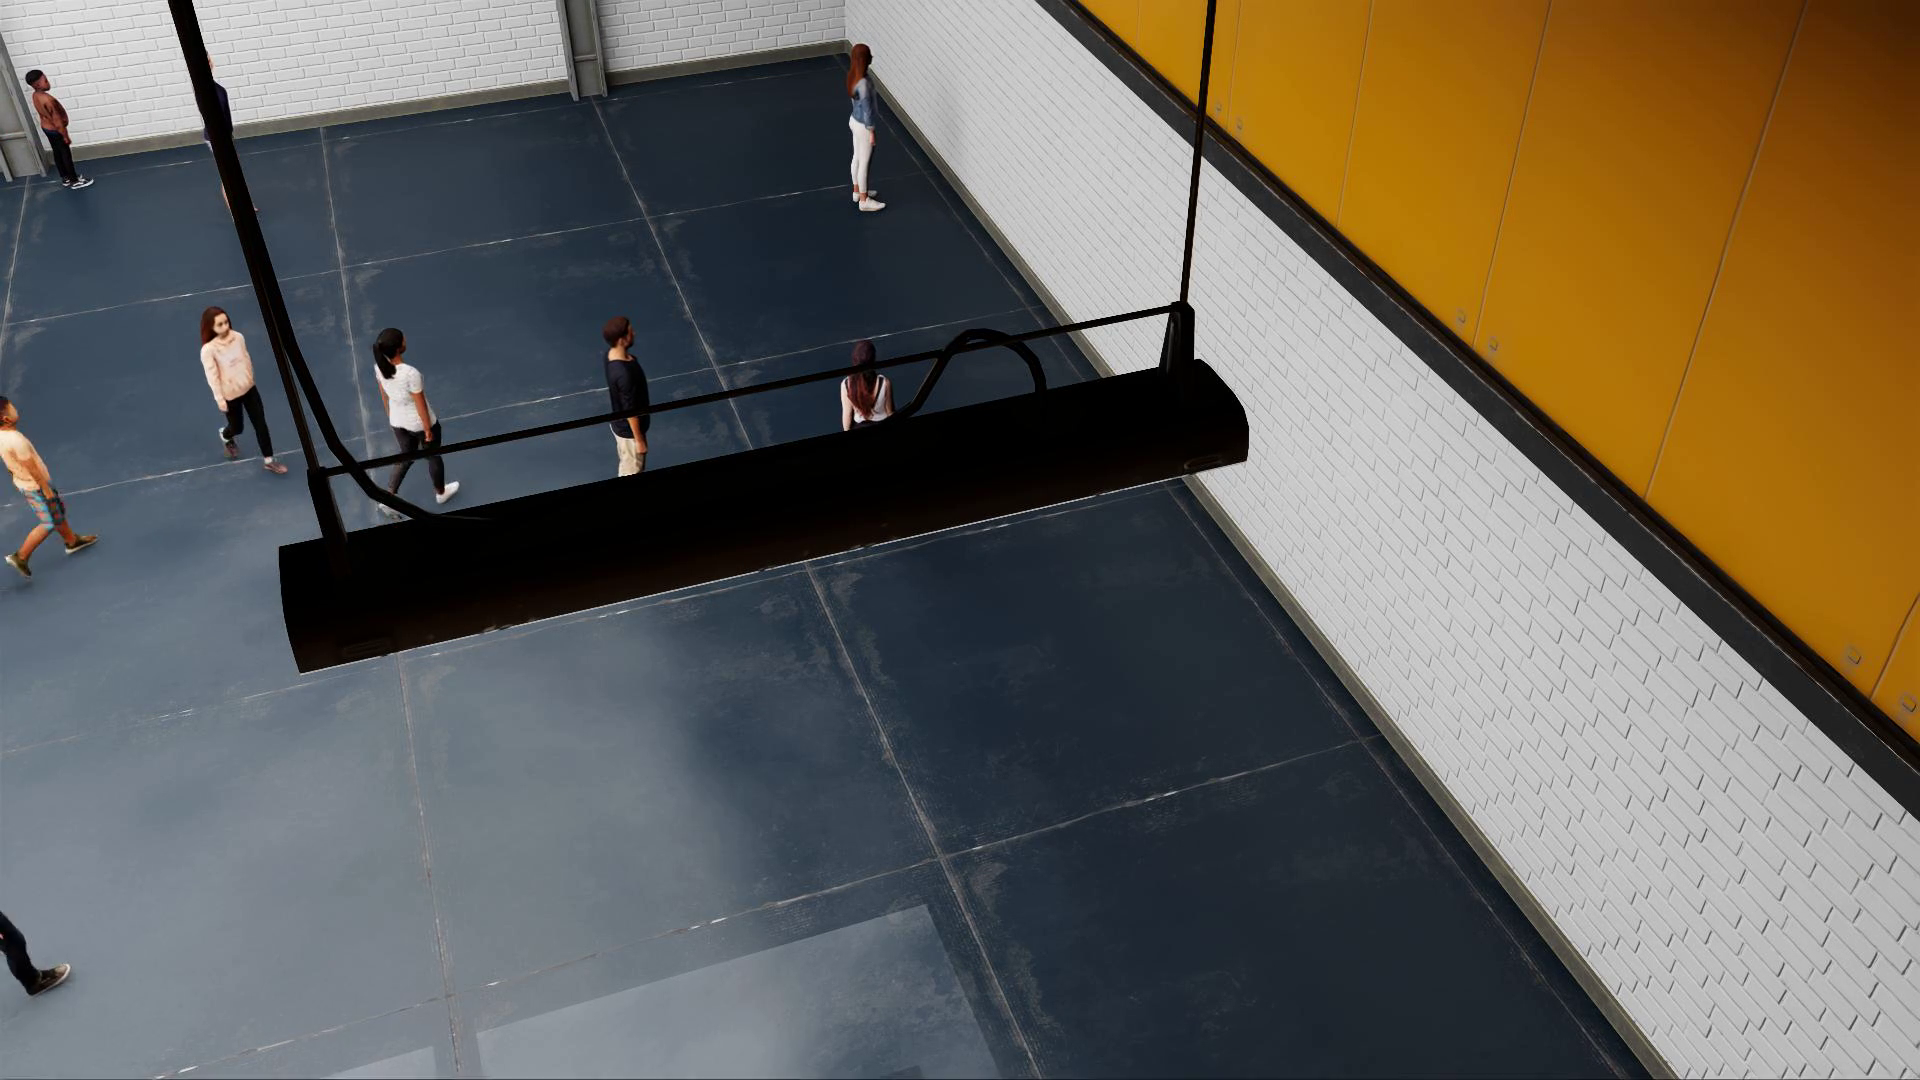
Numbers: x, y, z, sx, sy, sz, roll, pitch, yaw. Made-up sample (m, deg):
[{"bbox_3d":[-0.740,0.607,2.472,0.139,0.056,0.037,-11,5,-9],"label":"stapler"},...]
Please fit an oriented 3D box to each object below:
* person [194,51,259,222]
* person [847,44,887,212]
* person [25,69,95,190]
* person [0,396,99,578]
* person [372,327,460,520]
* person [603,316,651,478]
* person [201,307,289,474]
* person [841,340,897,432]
[{"bbox_3d":[-7.327,-4.000,16.449,0.560,1.766,0.594,-8,39,-10],"label":"person"},{"bbox_3d":[-0.988,-4.148,16.685,0.507,1.703,0.607,-12,40,-15],"label":"person"},{"bbox_3d":[-9.351,-4.241,17.160,0.594,1.255,0.616,27,46,29],"label":"person"},{"bbox_3d":[-6.840,-0.380,12.173,0.791,1.444,0.971,28,46,30],"label":"person"},{"bbox_3d":[-4.212,-0.854,12.620,0.935,1.629,1.010,18,42,21],"label":"person"},{"bbox_3d":[-2.479,-0.843,12.429,0.552,1.850,0.640,-14,41,-17],"label":"person"},{"bbox_3d":[-5.767,-1.188,13.168,0.928,1.465,0.920,21,43,24],"label":"person"},{"bbox_3d":[-0.678,-0.762,12.487,0.519,1.650,0.660,-4,39,-5],"label":"person"}]
